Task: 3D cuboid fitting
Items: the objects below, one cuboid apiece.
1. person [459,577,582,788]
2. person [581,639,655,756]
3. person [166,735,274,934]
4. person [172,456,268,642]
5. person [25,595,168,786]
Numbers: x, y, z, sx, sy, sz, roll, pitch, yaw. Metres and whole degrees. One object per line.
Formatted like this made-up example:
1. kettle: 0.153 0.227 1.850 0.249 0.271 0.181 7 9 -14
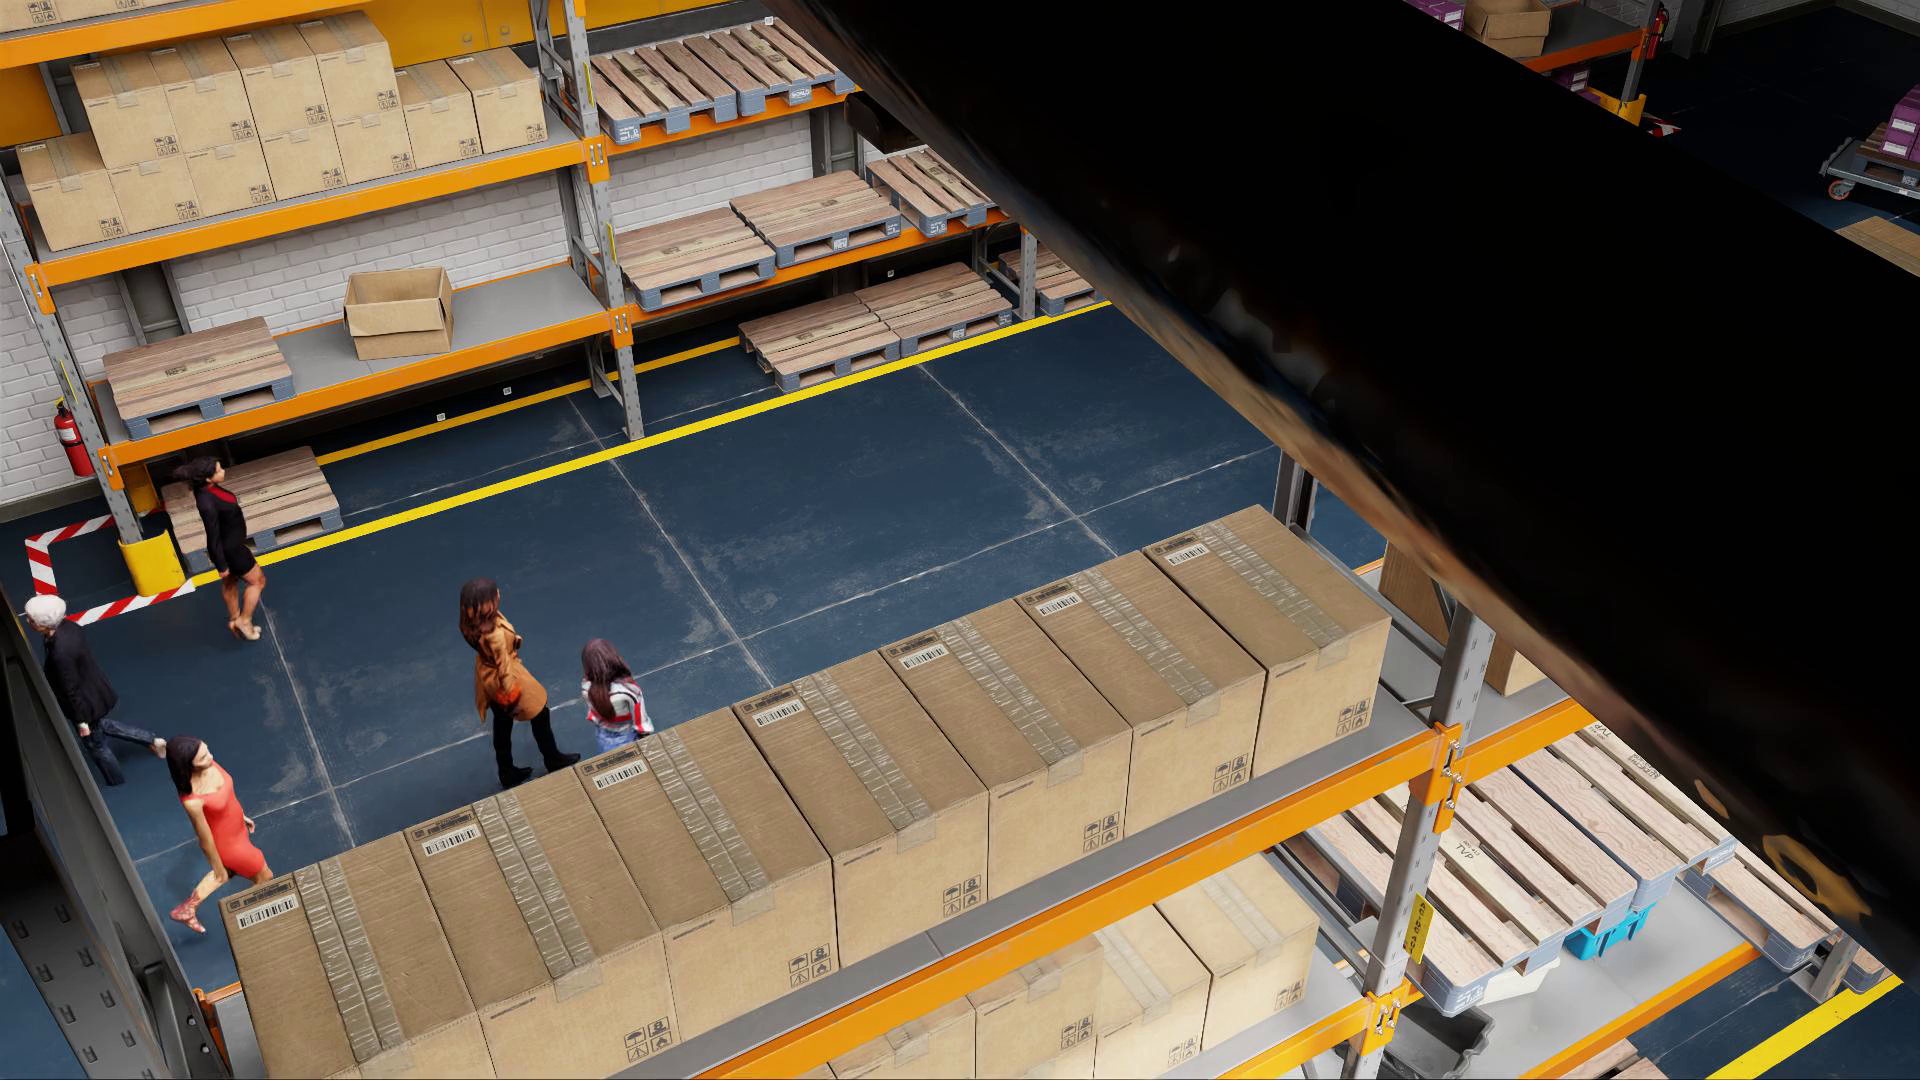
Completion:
1. person: -3.030 0.966 10.760 0.834 1.712 0.784 -25 45 -28
2. person: -2.151 1.326 10.409 0.690 1.590 0.765 11 40 13
3. person: -4.390 1.774 9.766 1.114 1.692 0.744 -10 40 -12
4. person: -5.307 0.112 11.896 0.570 1.629 0.574 -21 43 -25
5. person: -5.661 1.069 10.961 0.865 1.770 0.812 -12 40 -14
